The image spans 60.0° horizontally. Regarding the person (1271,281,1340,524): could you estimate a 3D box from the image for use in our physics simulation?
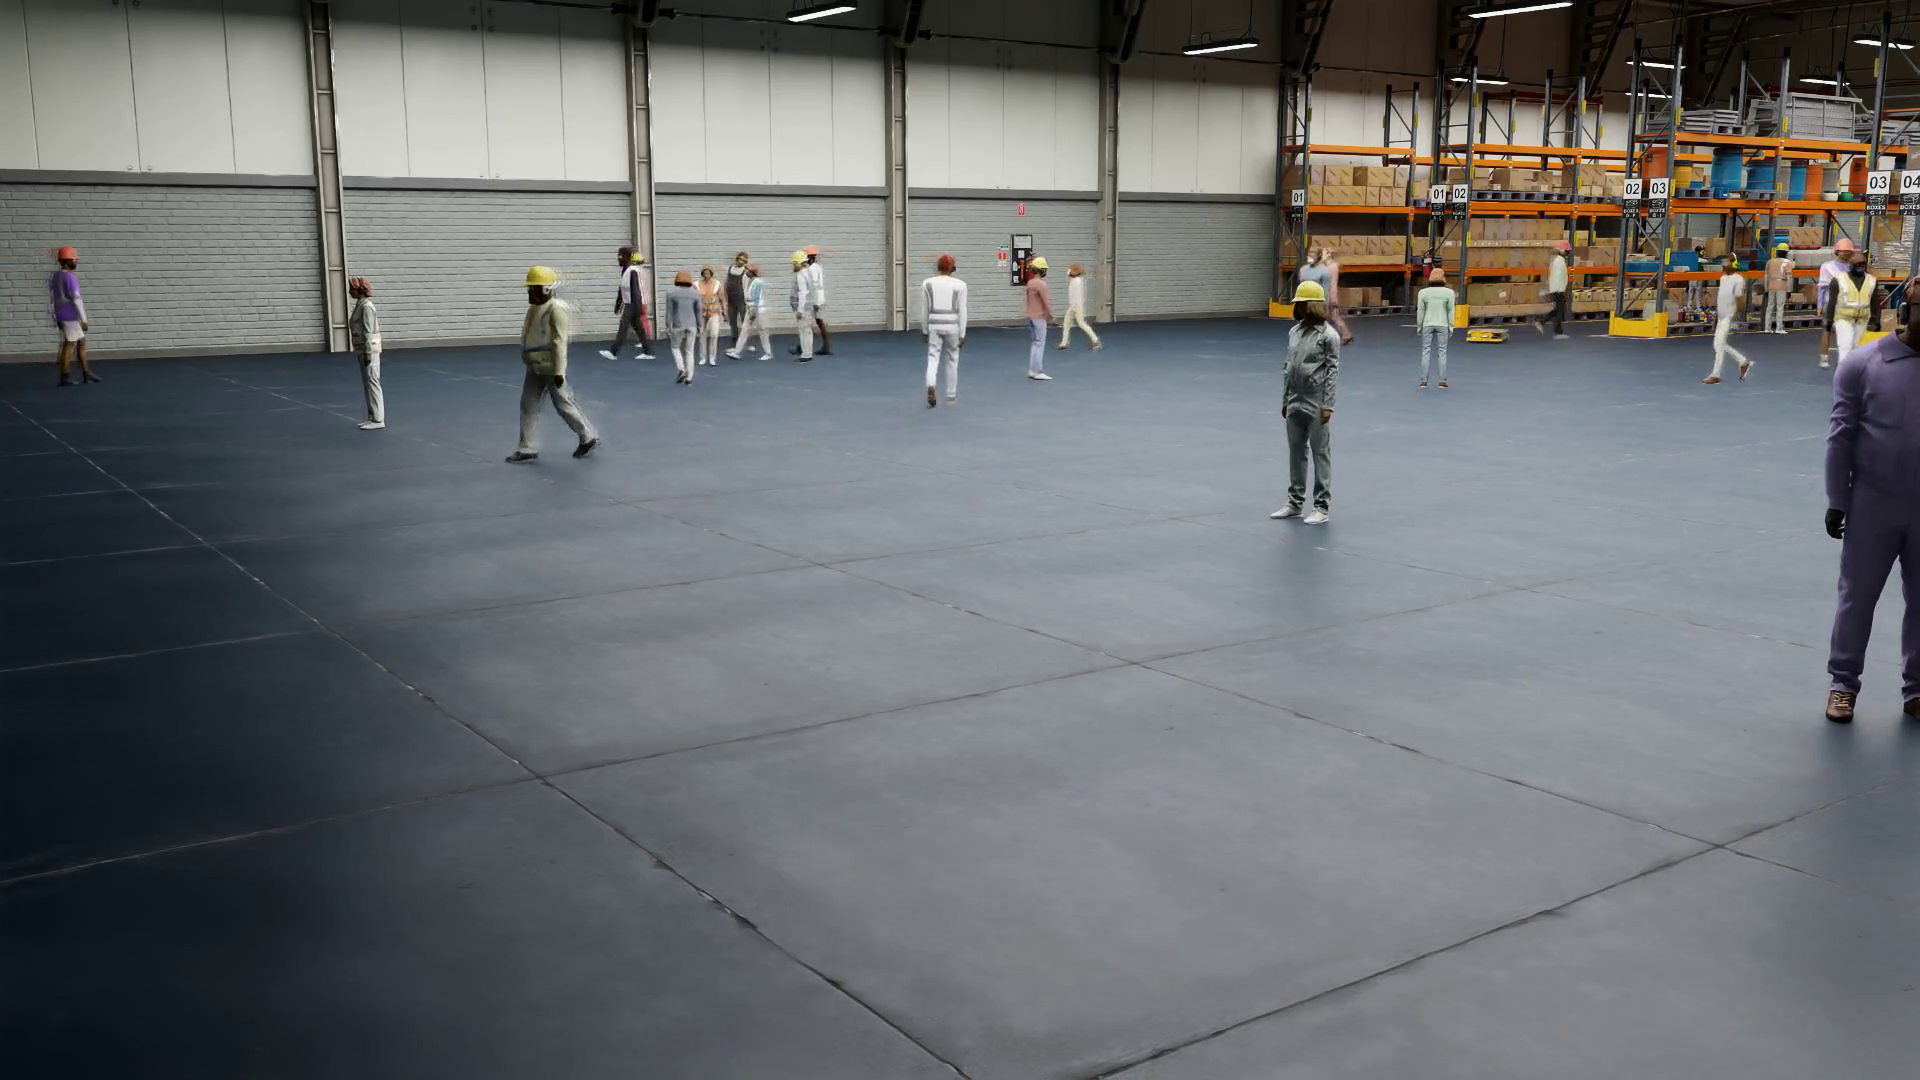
[{"bbox_3d":[2.501,-0.989,11.995,0.295,1.744,0.489,-7,13,-35],"label":"person"}]

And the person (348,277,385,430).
[{"bbox_3d":[-6.373,-2.000,17.856,0.316,1.629,0.509,-6,12,-30],"label":"person"}]

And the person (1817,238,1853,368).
[{"bbox_3d":[13.748,-3.697,26.018,0.618,2.042,0.380,3,11,16],"label":"person"}]

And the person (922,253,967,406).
[{"bbox_3d":[-0.201,-2.553,20.230,0.578,1.866,0.802,2,10,9],"label":"person"}]

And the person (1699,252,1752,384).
[{"bbox_3d":[10.781,-3.107,23.301,0.711,1.851,0.534,0,10,-1],"label":"person"}]

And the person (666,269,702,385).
[{"bbox_3d":[-3.834,-2.953,23.103,0.520,1.617,0.353,-4,11,-19],"label":"person"}]

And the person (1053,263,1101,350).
[{"bbox_3d":[2.152,-4.243,30.248,0.830,1.600,0.506,-2,10,-9],"label":"person"}]

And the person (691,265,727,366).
[{"bbox_3d":[-4.032,-3.573,26.528,0.620,1.600,0.748,-1,10,-7],"label":"person"}]

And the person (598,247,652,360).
[{"bbox_3d":[-5.621,-3.940,27.832,1.007,1.867,0.621,-5,11,-26],"label":"person"}]

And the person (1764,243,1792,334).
[{"bbox_3d":[17.390,-5.337,35.334,0.381,1.922,0.593,-6,12,-31],"label":"person"}]

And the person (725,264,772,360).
[{"bbox_3d":[-3.502,-3.767,27.619,0.824,1.603,0.518,-8,13,-36],"label":"person"}]

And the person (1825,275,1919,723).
[{"bbox_3d":[3.987,-0.162,7.000,0.641,1.913,0.407,3,11,15],"label":"person"}]

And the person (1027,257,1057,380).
[{"bbox_3d":[1.157,-3.186,24.003,0.355,1.765,0.539,-4,11,-21],"label":"person"}]

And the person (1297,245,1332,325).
[{"bbox_3d":[5.516,-3.606,25.838,0.666,1.924,0.641,-7,12,-33],"label":"person"}]

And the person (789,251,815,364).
[{"bbox_3d":[-2.571,-3.787,27.090,0.404,1.829,0.600,1,10,7],"label":"person"}]

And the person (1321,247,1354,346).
[{"bbox_3d":[6.984,-4.585,31.380,0.950,1.867,0.640,2,10,9],"label":"person"}]

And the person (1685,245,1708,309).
[{"bbox_3d":[16.788,-5.777,37.920,0.335,1.865,0.520,-8,13,-37],"label":"person"}]

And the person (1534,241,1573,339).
[{"bbox_3d":[12.075,-5.072,33.732,0.597,1.982,0.614,3,11,14],"label":"person"}]

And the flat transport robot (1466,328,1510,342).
[{"bbox_3d":[10.399,-4.035,32.734,0.652,0.197,1.431,5,11,24],"label":"flat transport robot"}]

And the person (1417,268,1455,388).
[{"bbox_3d":[6.500,-2.895,22.741,0.497,1.635,0.286,4,11,20],"label":"person"}]

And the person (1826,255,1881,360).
[{"bbox_3d":[12.297,-2.997,22.823,0.648,1.799,0.920,1,10,6],"label":"person"}]

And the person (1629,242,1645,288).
[{"bbox_3d":[18.230,-7.066,44.839,0.674,1.918,0.564,-7,12,-34],"label":"person"}]

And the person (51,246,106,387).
[{"bbox_3d":[-12.185,-3.089,23.027,0.570,1.913,0.780,10,14,43],"label":"person"}]

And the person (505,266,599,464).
[{"bbox_3d":[-3.758,-1.613,15.278,0.889,1.796,0.598,-10,14,-43],"label":"person"}]

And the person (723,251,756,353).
[{"bbox_3d":[-3.926,-4.227,29.612,0.632,1.807,0.364,4,11,20],"label":"person"}]

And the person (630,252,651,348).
[{"bbox_3d":[-5.956,-4.457,30.946,0.328,1.767,0.530,-2,11,-13],"label":"person"}]

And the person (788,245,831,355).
[{"bbox_3d":[-2.648,-4.163,28.955,0.869,1.898,0.569,1,10,3],"label":"person"}]
